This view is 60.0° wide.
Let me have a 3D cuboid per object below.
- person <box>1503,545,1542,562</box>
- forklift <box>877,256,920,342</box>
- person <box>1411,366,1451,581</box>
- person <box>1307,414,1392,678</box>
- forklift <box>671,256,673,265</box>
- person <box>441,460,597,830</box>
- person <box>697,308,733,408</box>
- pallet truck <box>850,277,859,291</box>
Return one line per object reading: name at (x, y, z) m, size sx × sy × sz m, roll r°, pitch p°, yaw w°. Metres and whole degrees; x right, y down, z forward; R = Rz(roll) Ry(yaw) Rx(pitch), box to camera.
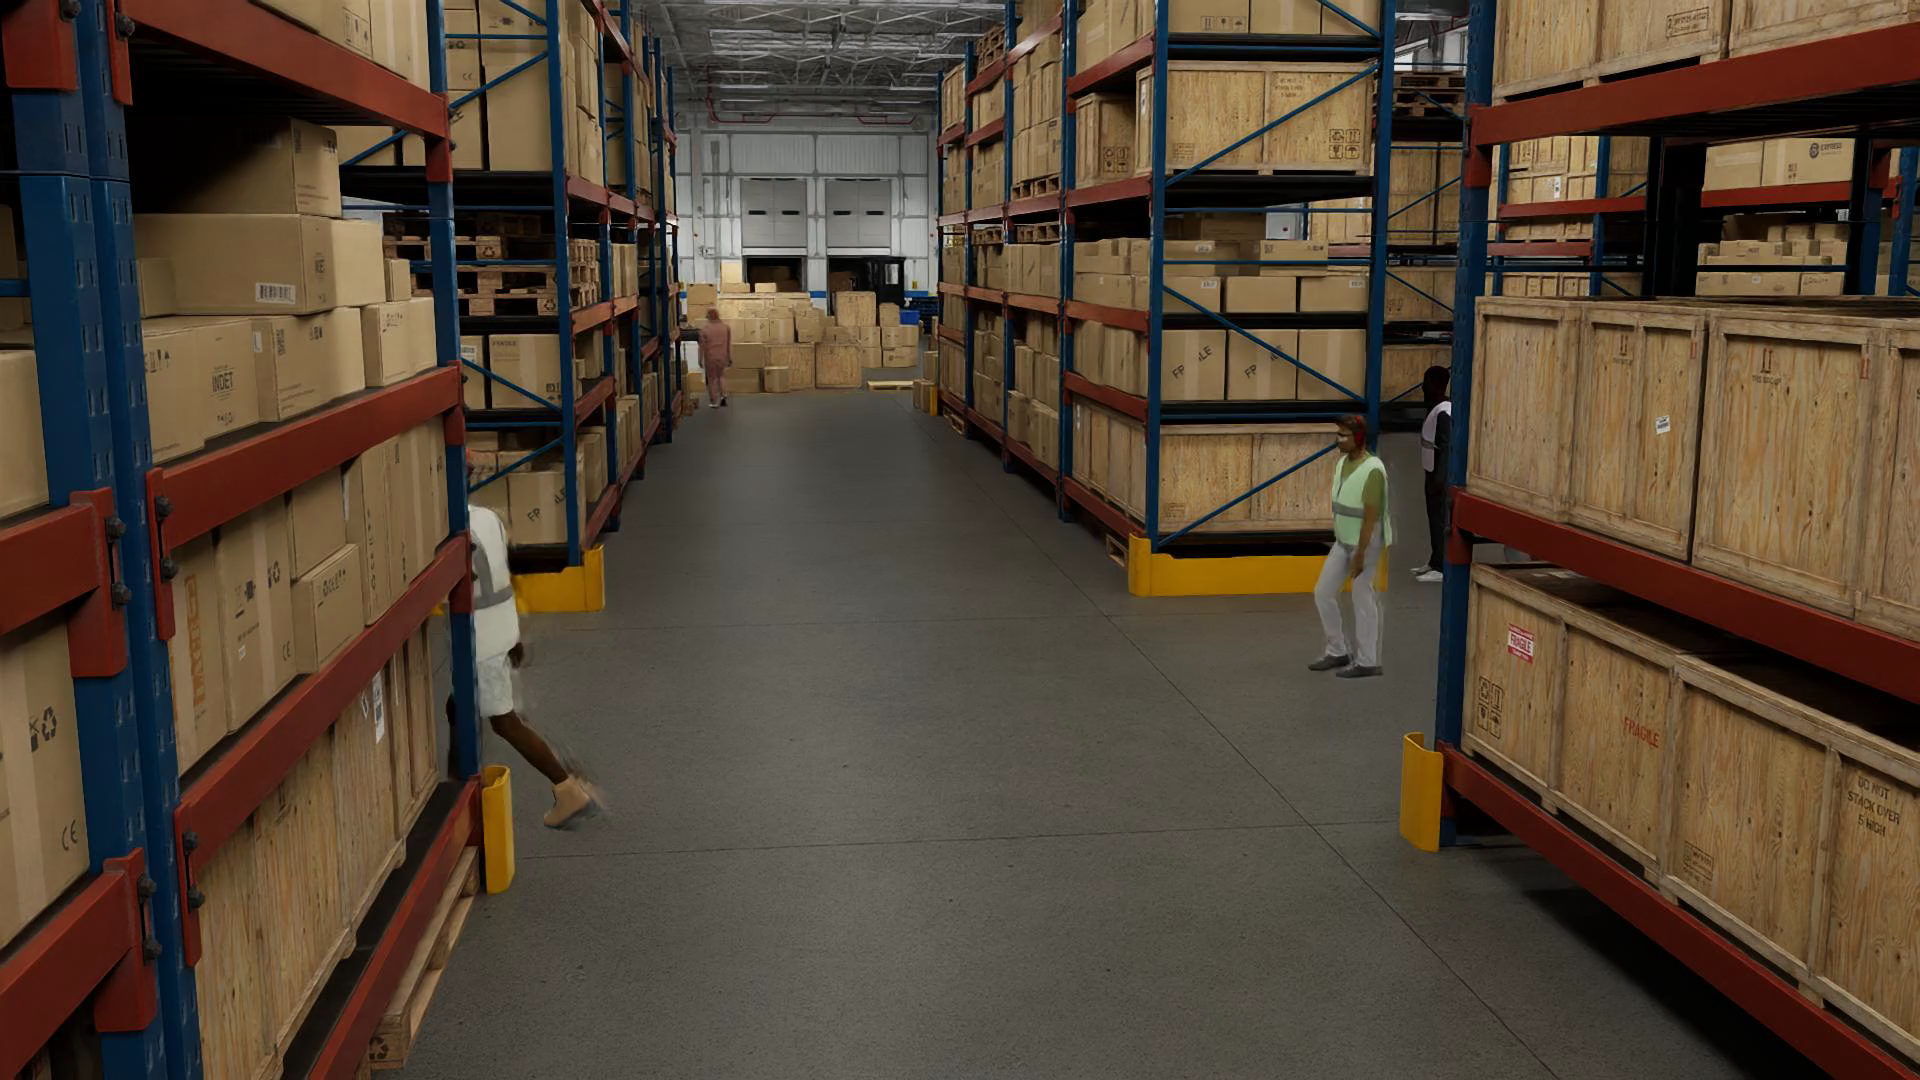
person at (4.827, -0.353, 14.339) m, size 0.519 × 1.605 × 0.558 m, roll 8°, pitch 13°, yaw 40°
forklift at (-2.223, -7.844, 54.233) m, size 1.129 × 2.768 × 1.873 m, roll -6°, pitch 12°, yaw -33°
person at (4.258, -0.588, 14.787) m, size 0.372 × 1.916 × 0.597 m, roll 2°, pitch 10°, yaw 9°
person at (2.636, 0.054, 11.336) m, size 0.581 × 1.827 × 0.569 m, roll -3°, pitch 10°, yaw -17°
forklift at (-10.987, -9.066, 61.344) m, size 1.129 × 2.768 × 1.873 m, roll -1°, pitch 10°, yaw -7°
person at (-2.316, 0.496, 8.309) m, size 1.002 × 1.989 × 0.638 m, roll 0°, pitch 10°, yaw 1°
person at (-4.648, -3.441, 31.465) m, size 0.676 × 1.891 × 0.431 m, roll -5°, pitch 11°, yaw -26°
pallet truck at (-3.782, -9.391, 65.808) m, size 1.885 × 1.965 × 0.823 m, roll 2°, pitch 10°, yaw 10°
